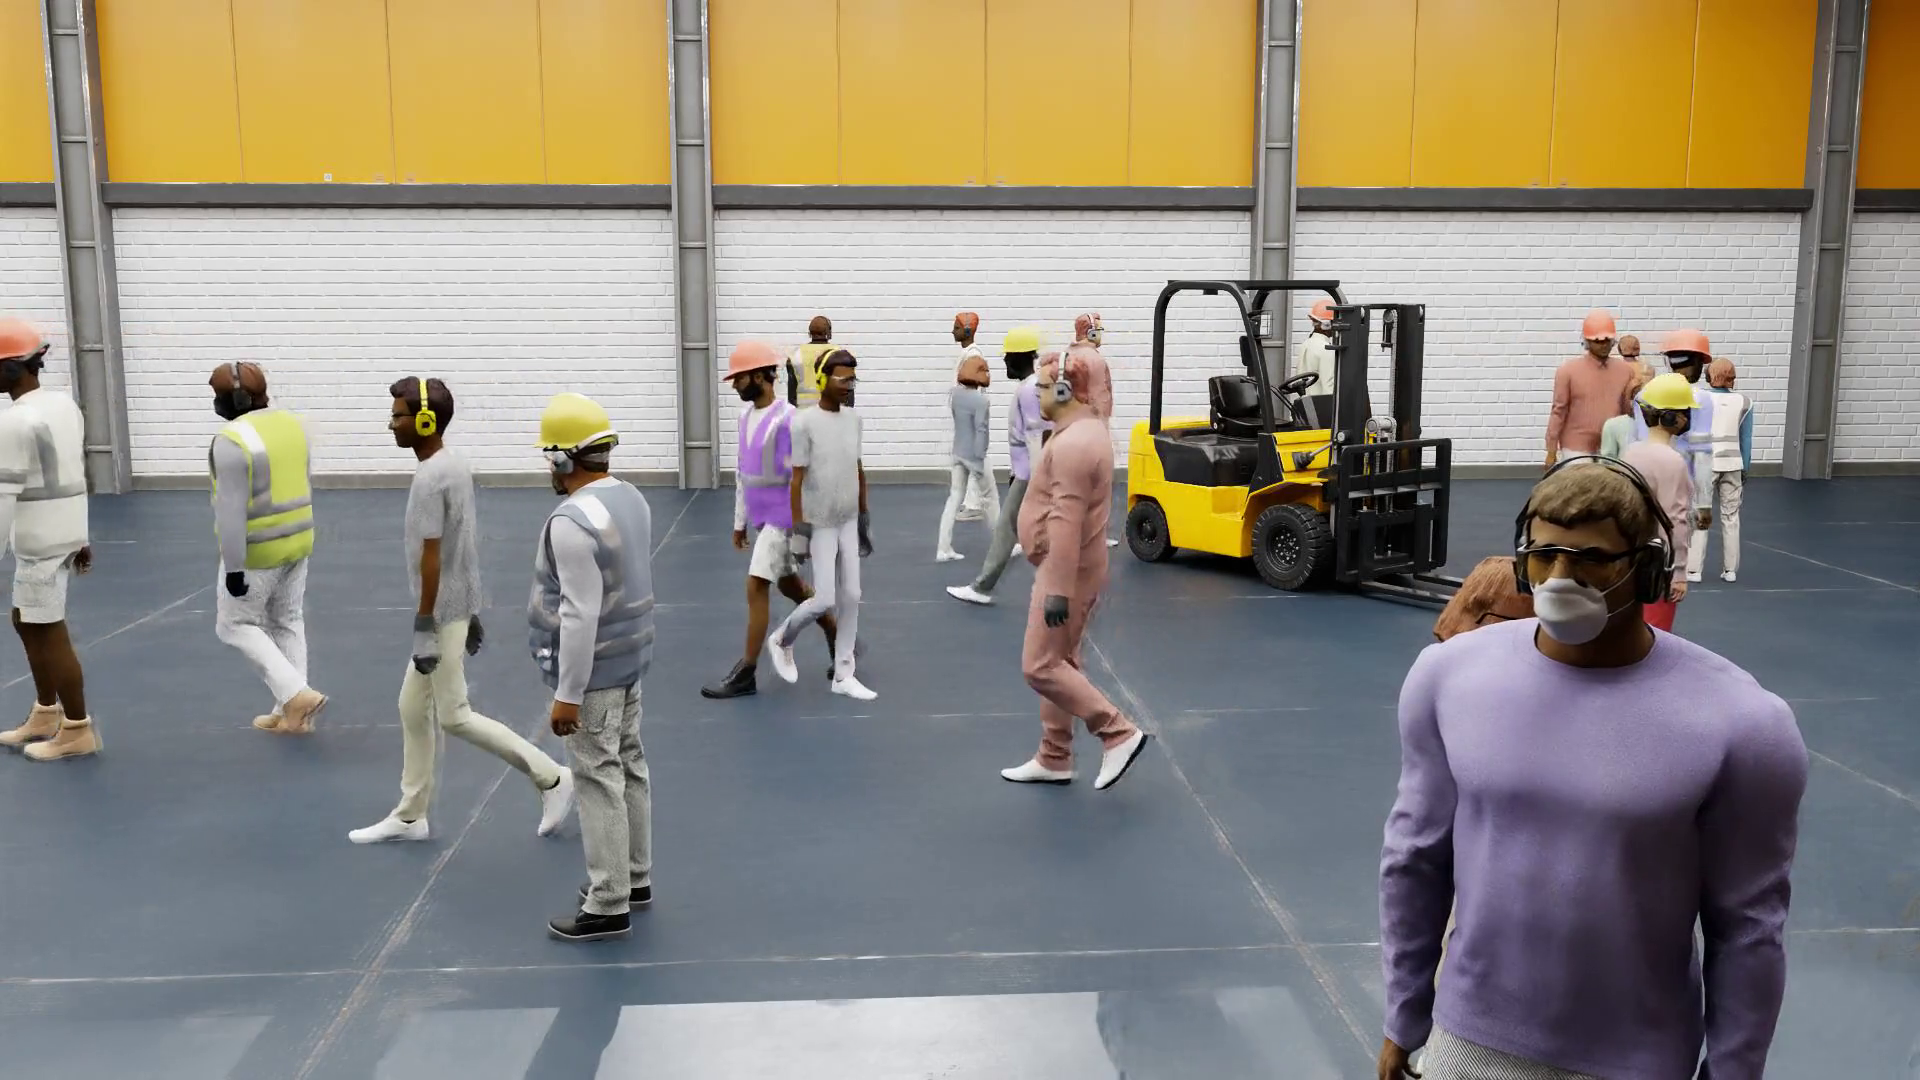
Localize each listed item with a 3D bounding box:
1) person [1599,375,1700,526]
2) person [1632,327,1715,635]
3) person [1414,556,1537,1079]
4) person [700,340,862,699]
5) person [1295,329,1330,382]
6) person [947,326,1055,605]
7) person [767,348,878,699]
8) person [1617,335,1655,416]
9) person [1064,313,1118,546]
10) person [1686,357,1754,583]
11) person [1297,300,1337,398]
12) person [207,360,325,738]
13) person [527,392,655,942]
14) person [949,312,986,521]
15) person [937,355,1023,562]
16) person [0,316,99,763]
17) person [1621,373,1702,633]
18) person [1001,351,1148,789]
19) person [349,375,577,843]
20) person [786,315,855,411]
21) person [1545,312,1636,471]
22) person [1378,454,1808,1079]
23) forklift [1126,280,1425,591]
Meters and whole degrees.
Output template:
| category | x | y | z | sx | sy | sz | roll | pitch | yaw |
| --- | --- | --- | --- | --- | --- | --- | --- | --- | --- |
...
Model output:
| category | x | y | z | sx | sy | sz | roll | pitch | yaw |
| --- | --- | --- | --- | --- | --- | --- | --- | --- | --- |
| person | 4.241 | -0.215 | 10.269 | 0.600 | 1.587 | 0.686 | 3 | 10 | 20 |
| person | 4.159 | -0.275 | 9.701 | 0.487 | 1.906 | 0.642 | -3 | 9 | -17 |
| person | 1.116 | 0.839 | 3.567 | 0.287 | 1.631 | 0.501 | 3 | 10 | 19 |
| person | -0.943 | -0.130 | 8.908 | 0.967 | 1.892 | 0.560 | -7 | 11 | -35 |
| person | 3.598 | -1.302 | 16.836 | 0.317 | 1.693 | 0.538 | -5 | 10 | -28 |
| person | 0.438 | -0.475 | 11.061 | 0.992 | 1.874 | 0.609 | 2 | 9 | 11 |
| person | -0.709 | -0.086 | 8.755 | 0.595 | 1.846 | 0.528 | 8 | 12 | 41 |
| person | 6.475 | -1.171 | 16.170 | 0.511 | 1.639 | 0.308 | 2 | 9 | 10 |
| person | 1.052 | -0.902 | 13.639 | 0.406 | 1.911 | 0.636 | -5 | 10 | -28 |
| person | 5.458 | -0.500 | 12.012 | 0.526 | 1.626 | 0.329 | -1 | 9 | -4 |
| person | 3.211 | -1.133 | 14.819 | 0.397 | 1.990 | 0.622 | -2 | 9 | -11 |
| person | -3.273 | 0.062 | 7.865 | 0.471 | 1.822 | 0.644 | 3 | 9 | 17 |
| person | -1.233 | 0.423 | 5.564 | 0.403 | 1.828 | 0.595 | 1 | 9 | 9 |
| person | 0.062 | -1.119 | 15.079 | 0.355 | 1.883 | 0.574 | -1 | 9 | -7 |
| person | 0.151 | -0.632 | 12.925 | 0.778 | 1.593 | 0.518 | -6 | 11 | -34 |
| person | -4.247 | 0.019 | 7.461 | 0.636 | 2.027 | 0.647 | -1 | 9 | -6 |
| person | 3.212 | 0.116 | 7.685 | 0.316 | 1.769 | 0.523 | 0 | 9 | -3 |
| person | 0.473 | 0.148 | 7.076 | 0.542 | 1.893 | 0.671 | 1 | 9 | 8 |
| person | -1.938 | 0.282 | 6.418 | 0.837 | 1.847 | 0.519 | -2 | 9 | -10 |
| person | -1.286 | -1.158 | 15.456 | 0.625 | 1.844 | 0.429 | 1 | 9 | 3 |
| person | 4.598 | -0.699 | 12.233 | 0.639 | 1.958 | 0.740 | -1 | 9 | -8 |
| person | 0.972 | 0.828 | 2.683 | 0.630 | 1.940 | 0.372 | 6 | 11 | 33 |
| forklift | 2.301 | -0.860 | 12.475 | 1.214 | 2.155 | 2.313 | -6 | 11 | -35 |
